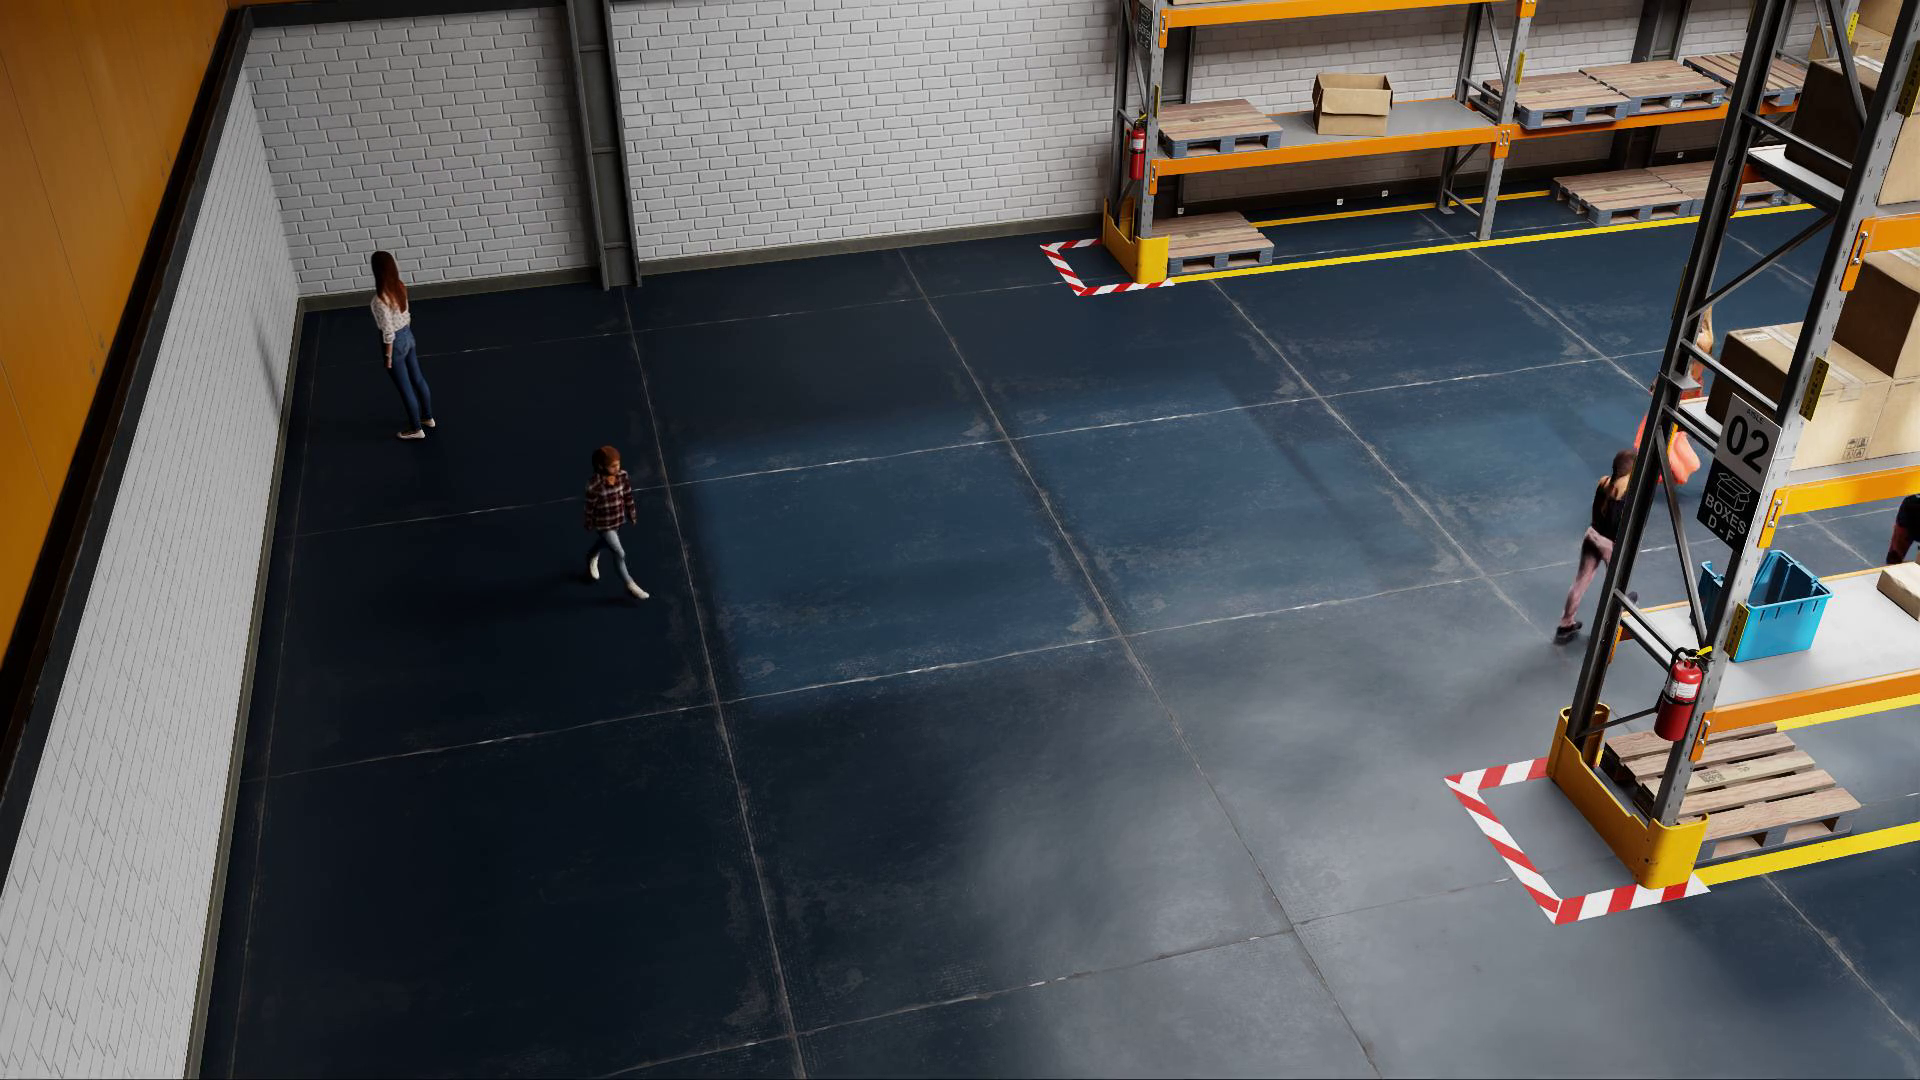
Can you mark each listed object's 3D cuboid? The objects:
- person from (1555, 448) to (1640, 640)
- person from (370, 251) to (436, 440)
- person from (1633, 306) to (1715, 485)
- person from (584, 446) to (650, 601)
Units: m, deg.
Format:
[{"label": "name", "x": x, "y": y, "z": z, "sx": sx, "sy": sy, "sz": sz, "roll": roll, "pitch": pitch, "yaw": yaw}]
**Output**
[{"label": "person", "x": 4.575, "y": 0.056, "z": 11.905, "sx": 1.065, "sy": 1.521, "sz": 0.767, "roll": -22, "pitch": 39, "yaw": -29}, {"label": "person", "x": -4.835, "y": -1.686, "z": 14.340, "sx": 0.642, "sy": 1.728, "sz": 0.651, "roll": 7, "pitch": 34, "yaw": 10}, {"label": "person", "x": 5.880, "y": -1.157, "z": 13.517, "sx": 0.976, "sy": 1.758, "sz": 0.765, "roll": -3, "pitch": 34, "yaw": -5}, {"label": "person", "x": -2.698, "y": -0.176, "z": 12.488, "sx": 0.933, "sy": 1.262, "sz": 0.952, "roll": 26, "pitch": 42, "yaw": 33}]
